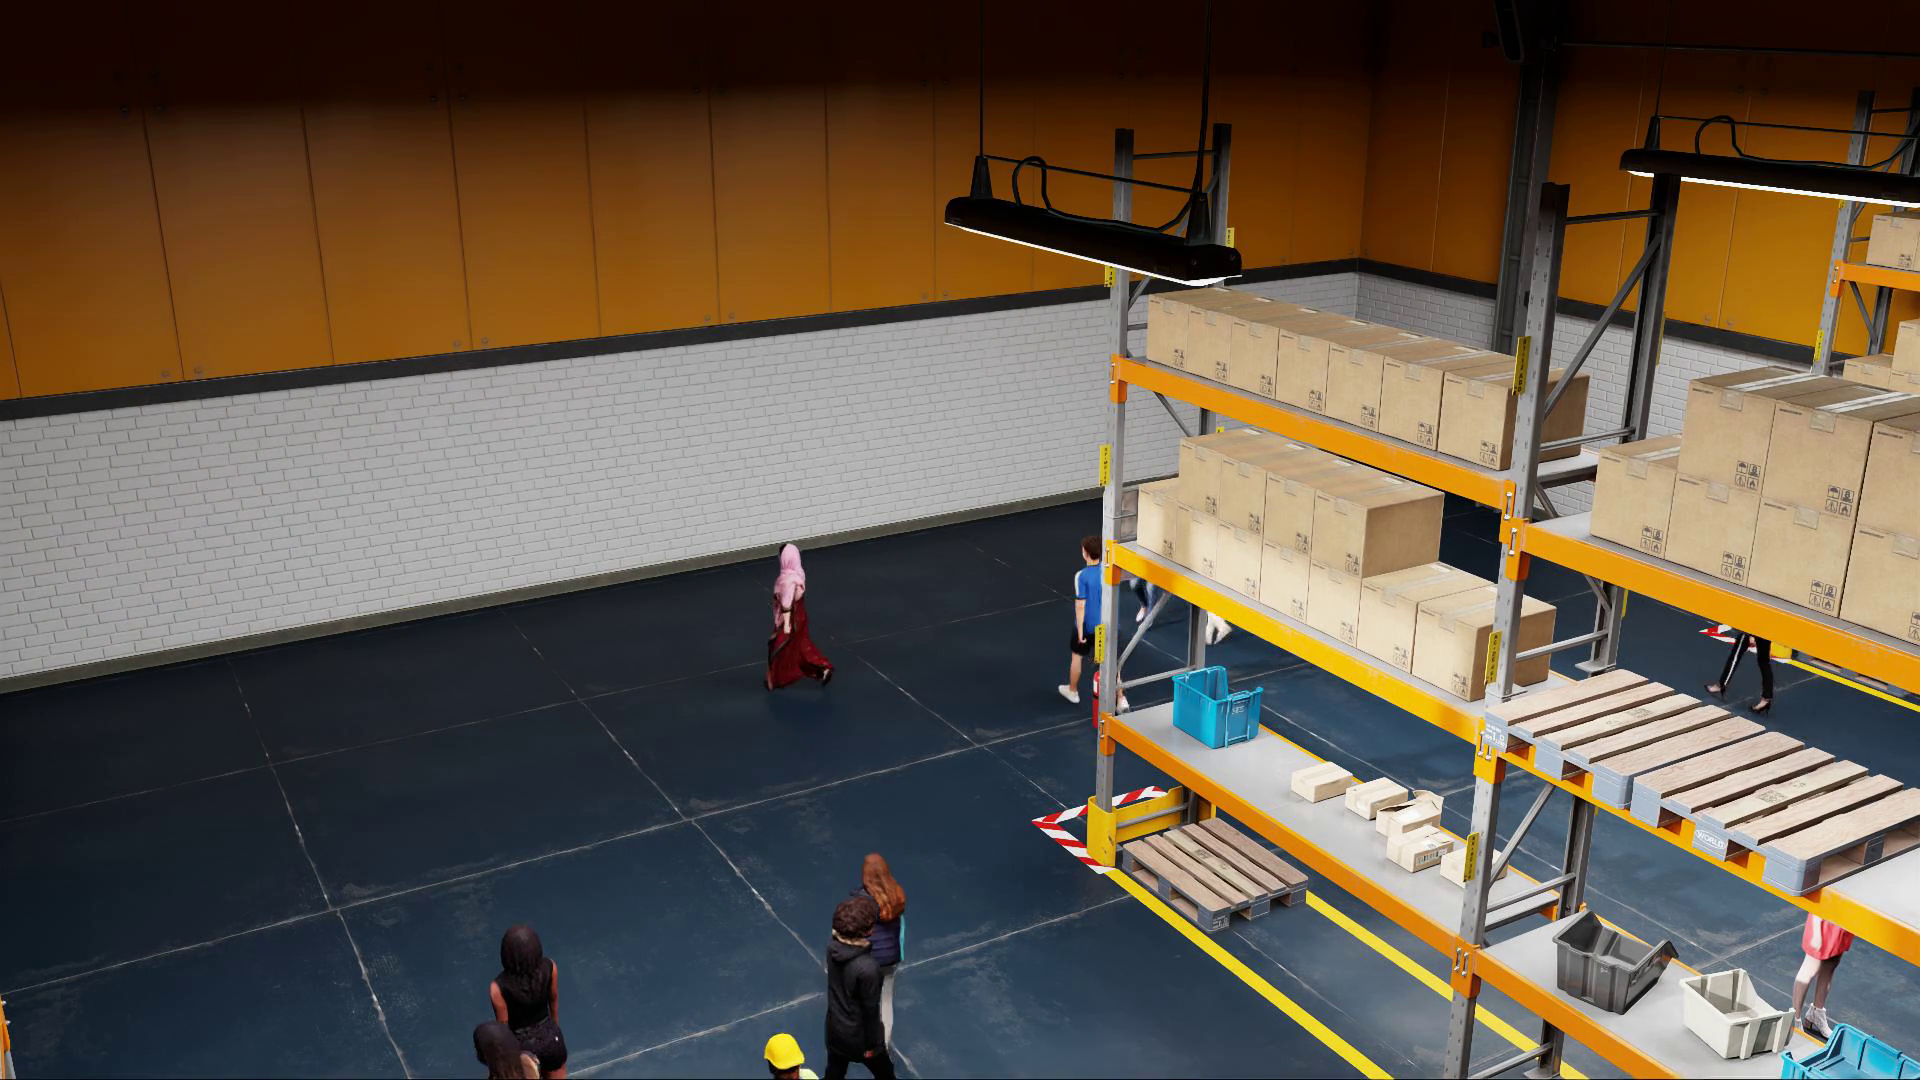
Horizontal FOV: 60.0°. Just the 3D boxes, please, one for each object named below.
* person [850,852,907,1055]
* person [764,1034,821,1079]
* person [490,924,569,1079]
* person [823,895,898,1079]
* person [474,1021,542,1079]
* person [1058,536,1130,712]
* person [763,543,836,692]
[{"bbox_3d":[-0.553,2.864,11.218,0.629,1.478,0.654,-7,20,-19],"label":"person"},{"bbox_3d":[-0.973,3.423,9.048,0.724,1.803,0.718,-16,24,-38],"label":"person"},{"bbox_3d":[-2.601,3.101,10.102,0.647,1.740,0.597,-16,25,-40],"label":"person"},{"bbox_3d":[-0.718,3.045,10.266,1.060,1.743,0.890,16,25,40],"label":"person"},{"bbox_3d":[-2.406,3.417,9.228,0.977,1.700,0.904,6,19,16],"label":"person"},{"bbox_3d":[1.396,0.860,16.609,0.659,1.836,1.159,-10,21,-28],"label":"person"},{"bbox_3d":[-1.655,0.814,17.093,1.100,1.613,1.036,5,19,15],"label":"person"}]
